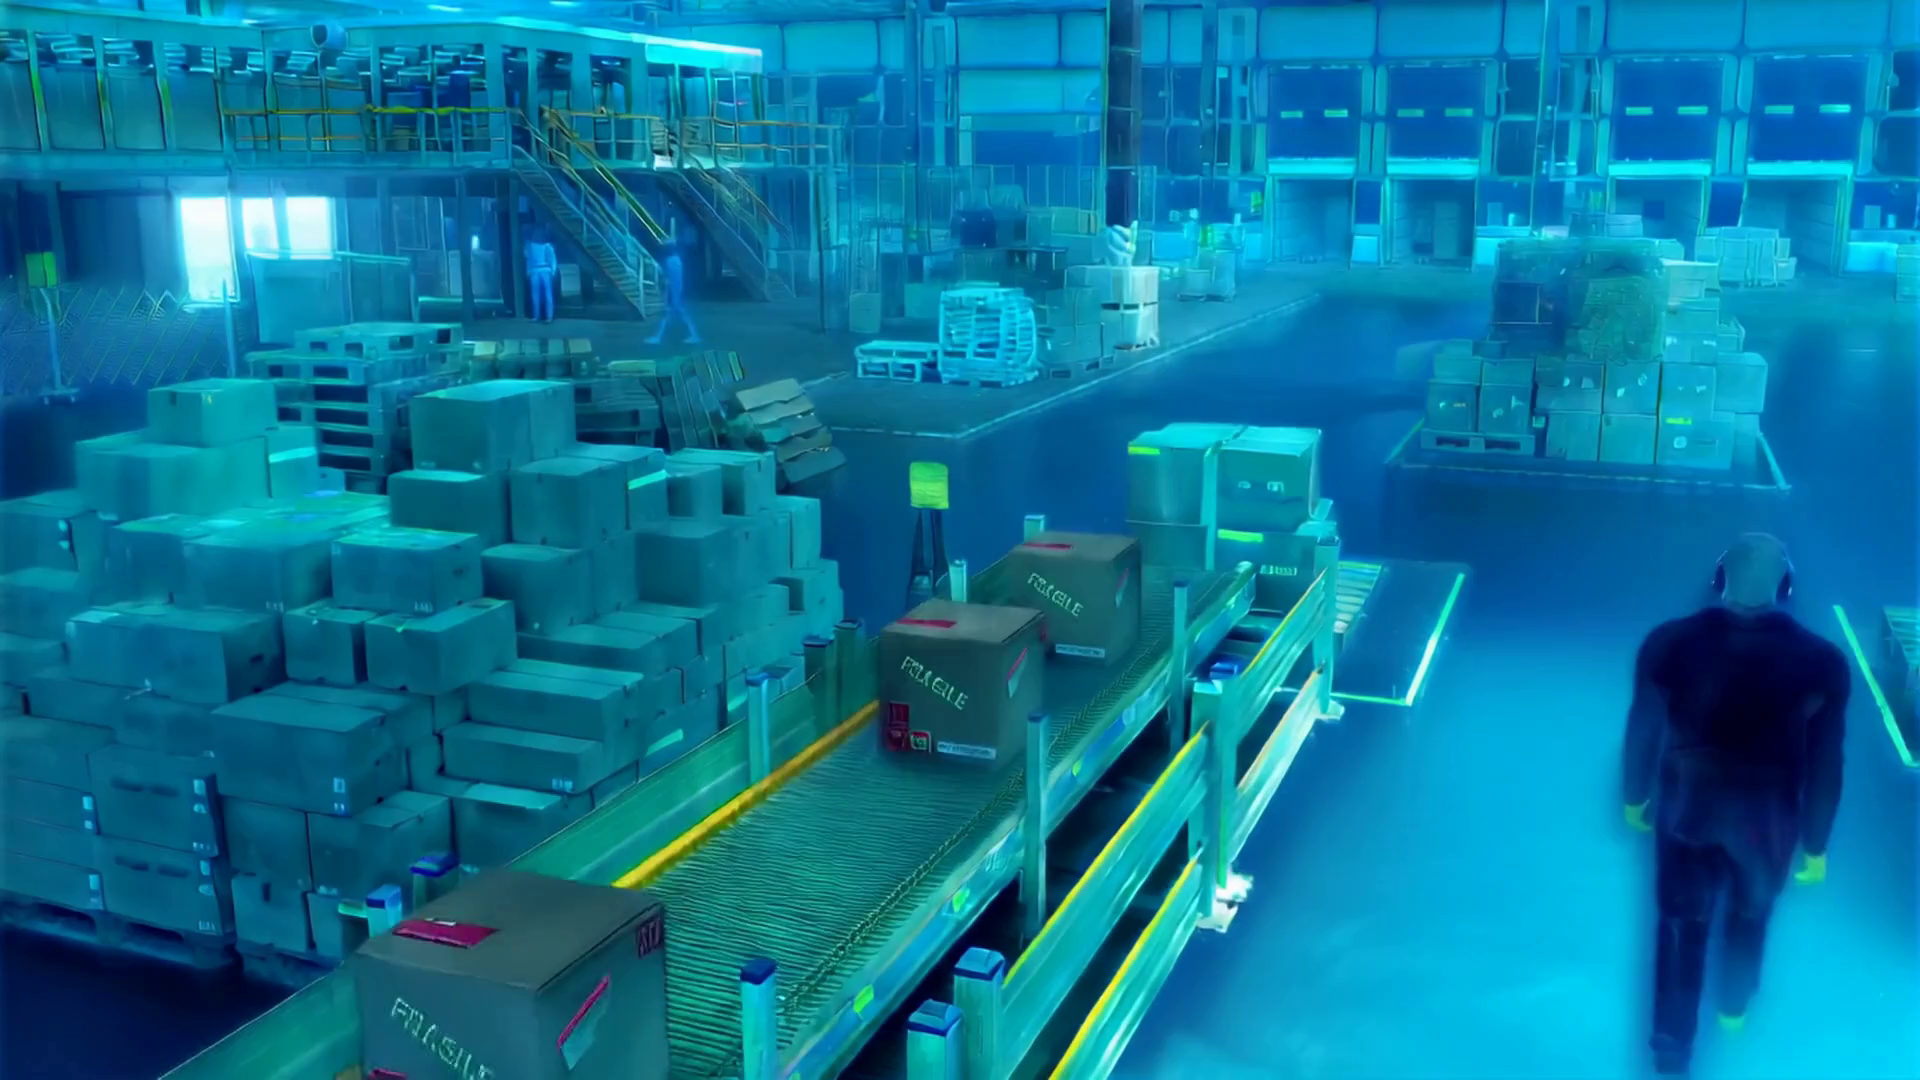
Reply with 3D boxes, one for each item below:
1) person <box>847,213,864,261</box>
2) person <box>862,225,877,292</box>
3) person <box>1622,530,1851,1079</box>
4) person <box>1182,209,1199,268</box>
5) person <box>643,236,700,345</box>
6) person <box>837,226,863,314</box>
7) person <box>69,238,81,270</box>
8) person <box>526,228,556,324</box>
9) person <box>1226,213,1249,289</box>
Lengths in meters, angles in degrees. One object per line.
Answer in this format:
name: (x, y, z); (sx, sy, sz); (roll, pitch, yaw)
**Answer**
person: (-2.898, -8.160, 46.189); (0.509, 1.826, 0.634); (2, 13, 7)
person: (-1.808, -5.441, 33.799); (0.392, 1.910, 0.589); (1, 13, 2)
person: (2.543, 0.885, 5.538); (0.661, 1.862, 0.985); (6, 14, 26)
person: (7.246, -9.290, 51.296); (0.942, 1.795, 0.645); (4, 13, 18)
person: (-5.011, -4.327, 28.867); (1.011, 1.879, 0.566); (-4, 13, -16)
person: (-2.320, -5.756, 35.375); (0.591, 1.843, 0.967); (2, 13, 10)
person: (-19.831, -6.090, 36.761); (0.676, 1.862, 0.968); (0, 13, -2)
person: (-8.233, -5.187, 32.711); (0.574, 1.883, 0.360); (0, 13, 2)
person: (7.022, -7.332, 42.233); (0.618, 1.934, 0.446); (-1, 13, -4)
